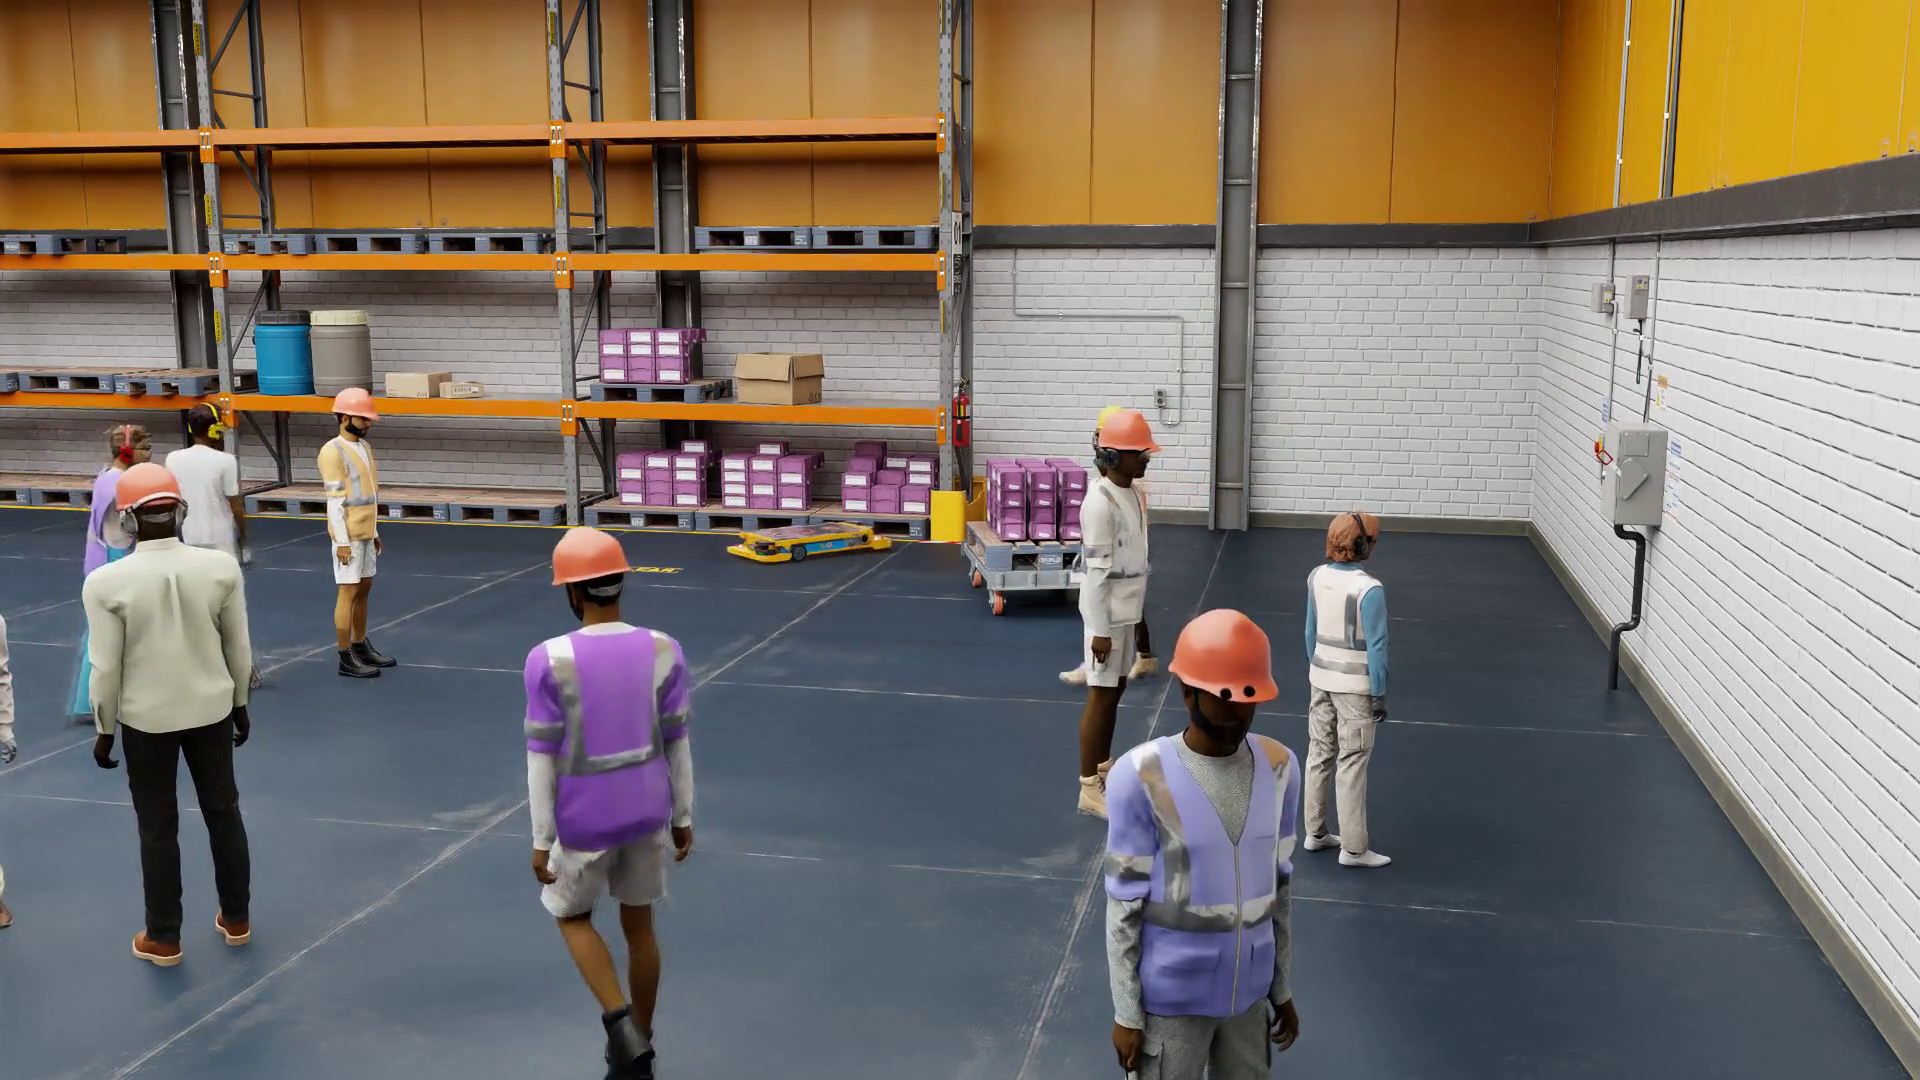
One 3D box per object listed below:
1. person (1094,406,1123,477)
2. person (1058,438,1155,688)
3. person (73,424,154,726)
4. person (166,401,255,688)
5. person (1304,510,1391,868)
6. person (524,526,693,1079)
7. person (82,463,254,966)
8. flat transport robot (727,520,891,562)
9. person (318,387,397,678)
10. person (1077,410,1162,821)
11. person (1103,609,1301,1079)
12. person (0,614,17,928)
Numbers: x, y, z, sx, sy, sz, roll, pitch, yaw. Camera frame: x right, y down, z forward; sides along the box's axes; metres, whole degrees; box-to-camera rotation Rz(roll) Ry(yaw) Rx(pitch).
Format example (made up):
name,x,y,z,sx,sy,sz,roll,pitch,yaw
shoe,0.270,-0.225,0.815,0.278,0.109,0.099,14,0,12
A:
name,x,y,z,sx,sy,sz,roll,pitch,yaw
person,1.092,-0.090,11.915,0.292,1.745,0.491,1,10,6
person,0.938,0.133,10.840,0.841,1.646,0.524,-4,10,-23
person,-4.921,0.202,10.030,0.985,1.790,0.566,-5,11,-29
person,-4.900,0.044,10.769,0.683,1.871,0.543,1,10,8
person,1.773,0.682,7.650,0.309,1.641,0.514,-5,11,-26
person,-1.139,0.910,5.482,0.566,1.916,0.514,-6,11,-32
person,-3.124,0.684,6.600,0.610,1.991,0.389,-9,13,-43
flat transport robot,-1.419,0.002,15.725,1.431,0.197,0.652,-7,12,-37
person,-4.028,-0.053,11.134,0.364,1.935,0.544,1,10,3
person,0.801,0.368,8.320,0.396,2.042,0.611,4,10,21
person,0.624,1.120,4.184,0.544,1.937,0.358,-4,10,-24
person,-4.156,0.824,6.831,0.501,1.632,0.280,-6,11,-32
